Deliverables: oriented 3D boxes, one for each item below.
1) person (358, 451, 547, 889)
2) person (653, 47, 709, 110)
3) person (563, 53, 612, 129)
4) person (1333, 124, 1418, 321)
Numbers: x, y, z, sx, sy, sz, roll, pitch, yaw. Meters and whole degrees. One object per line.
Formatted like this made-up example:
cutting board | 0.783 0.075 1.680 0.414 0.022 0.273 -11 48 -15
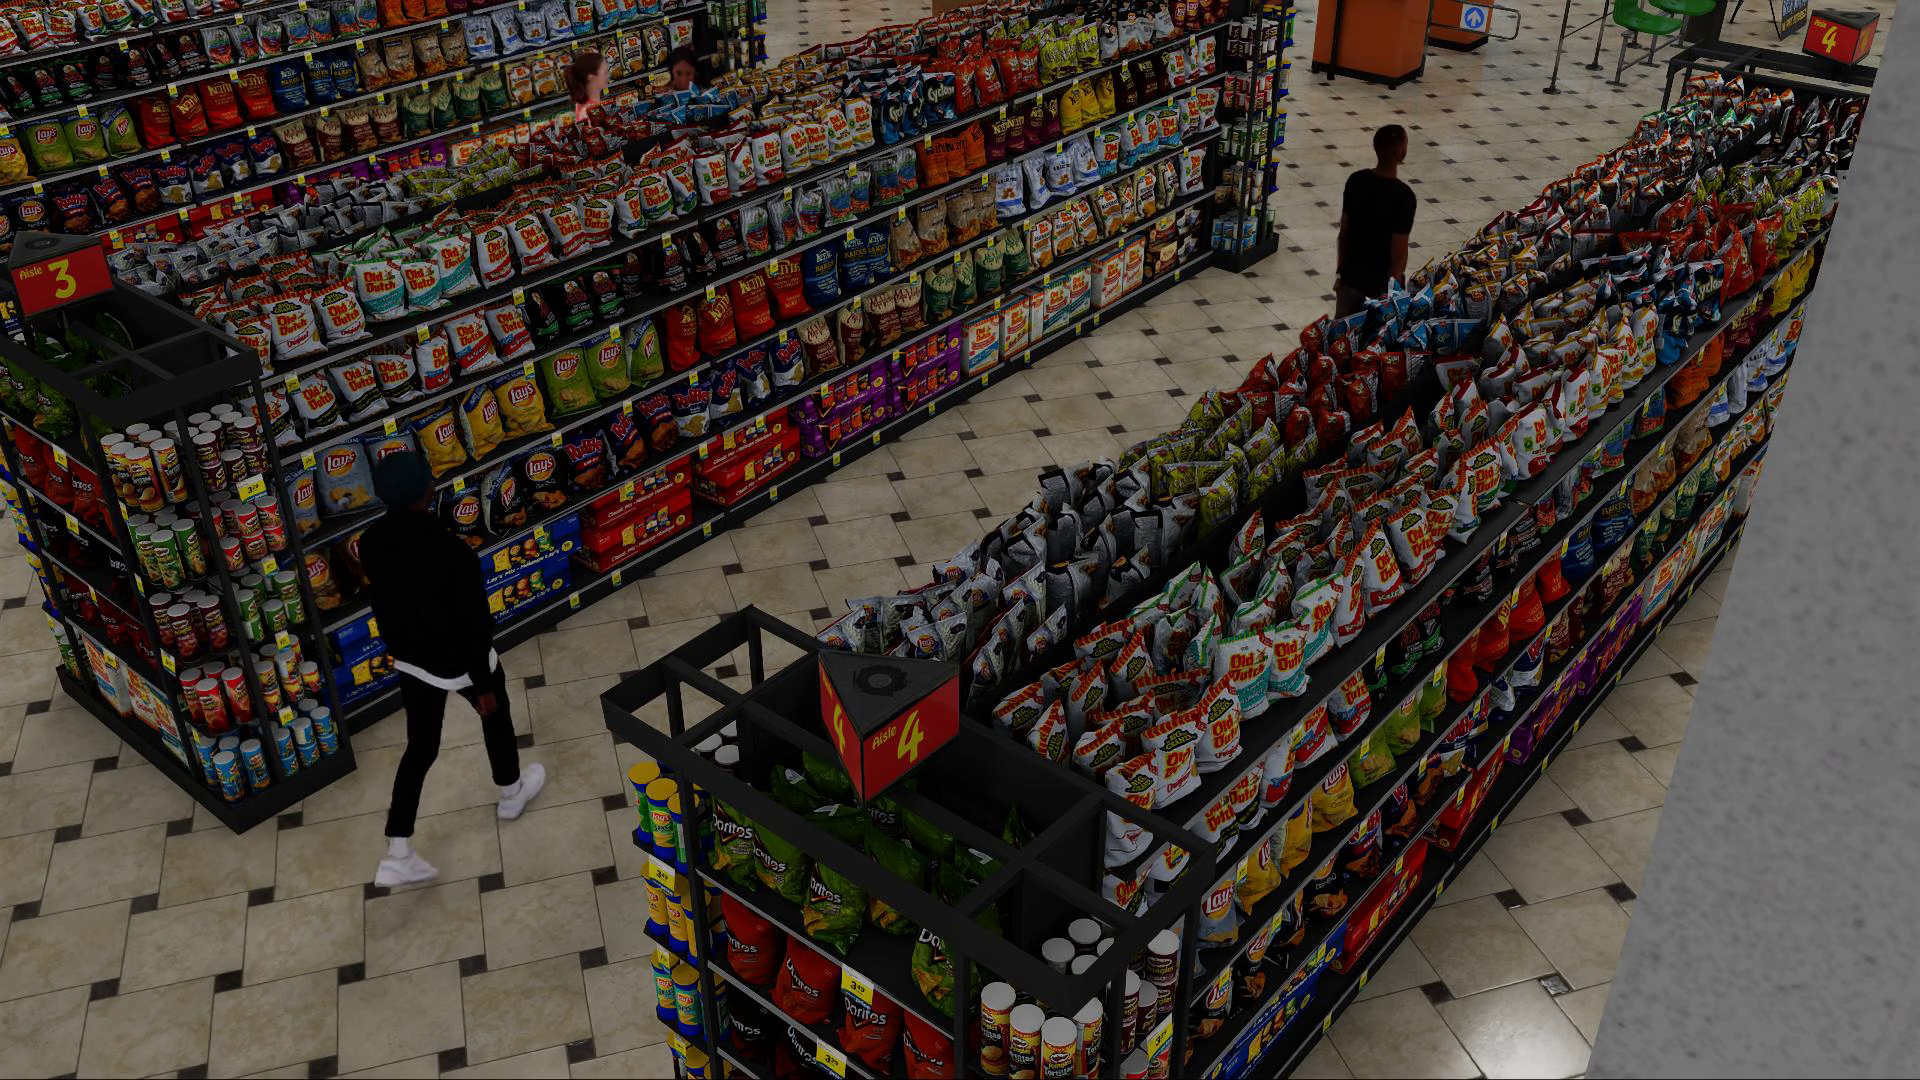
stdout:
person | -1.996 0.512 6.228 0.973 1.786 1.281 10 33 15
person | -1.733 -2.317 10.781 0.883 1.780 0.942 -3 32 -4
person | -2.398 -2.234 10.712 1.166 1.712 0.863 -16 35 -23
person | 2.237 -1.430 9.355 1.186 1.782 0.776 -25 40 -34
